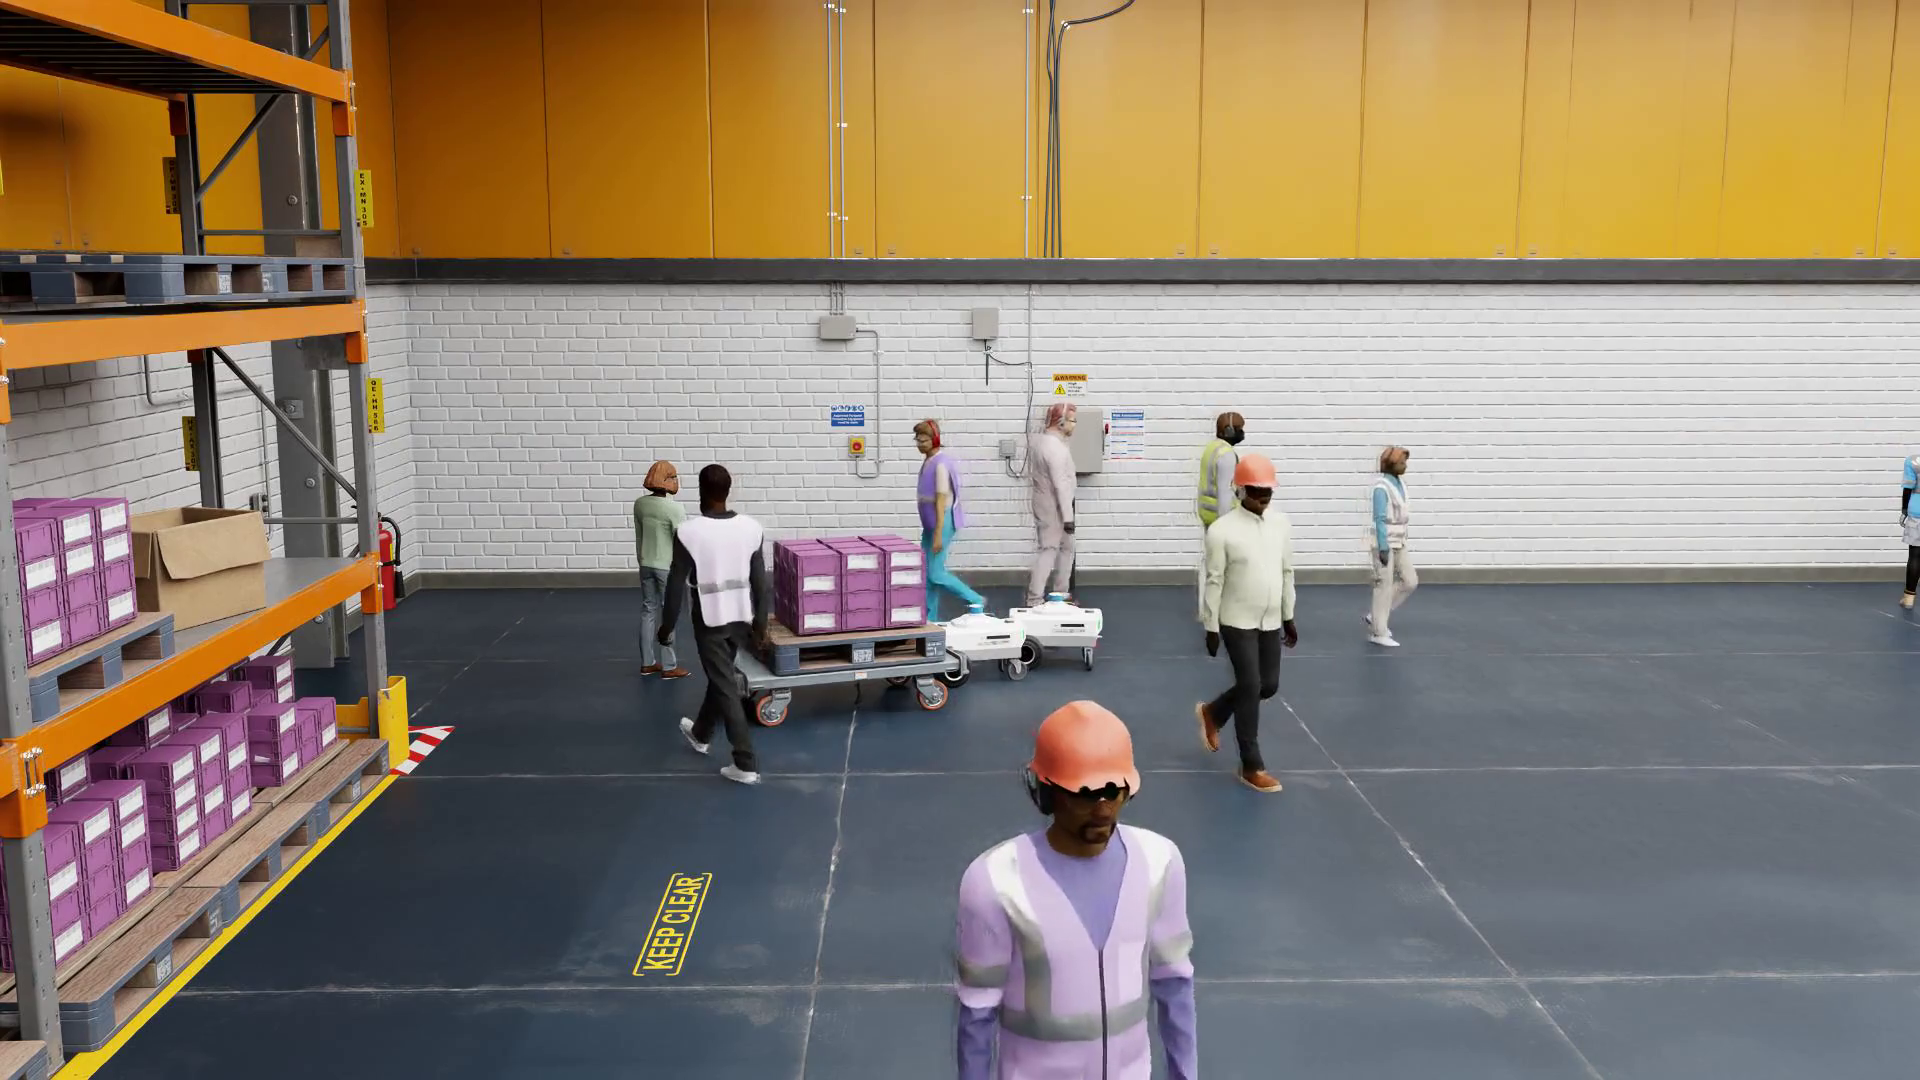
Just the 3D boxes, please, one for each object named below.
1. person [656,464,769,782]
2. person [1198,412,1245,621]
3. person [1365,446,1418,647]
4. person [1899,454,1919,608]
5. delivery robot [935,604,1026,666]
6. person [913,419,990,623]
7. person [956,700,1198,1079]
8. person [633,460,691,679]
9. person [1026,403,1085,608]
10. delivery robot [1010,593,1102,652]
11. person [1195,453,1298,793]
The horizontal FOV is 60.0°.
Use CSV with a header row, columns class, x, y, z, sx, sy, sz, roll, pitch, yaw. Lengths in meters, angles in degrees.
class,x,y,z,sx,sy,sz,roll,pitch,yaw
person,-1.506,0.476,10.048,0.599,1.866,1.005,-9,13,-43
person,2.351,-0.185,14.218,0.659,1.821,0.660,-1,9,-4
person,3.469,0.054,13.361,0.376,1.626,0.541,7,11,35
person,8.658,-0.217,14.807,0.541,1.696,0.315,4,10,24
delivery robot,0.119,0.718,12.276,0.707,0.478,0.477,-3,10,-16
person,-0.128,-0.094,13.687,0.608,1.814,0.578,-2,10,-13
person,0.282,1.356,4.255,0.622,2.003,1.026,-4,10,-23
person,-2.214,0.220,12.355,0.494,1.624,0.280,6,11,32
person,0.898,-0.263,14.536,0.718,1.873,0.664,-1,9,-6
delivery robot,0.734,0.647,12.715,0.707,0.478,0.477,0,9,2
person,1.665,0.450,9.859,0.608,1.975,0.771,-6,11,-32
